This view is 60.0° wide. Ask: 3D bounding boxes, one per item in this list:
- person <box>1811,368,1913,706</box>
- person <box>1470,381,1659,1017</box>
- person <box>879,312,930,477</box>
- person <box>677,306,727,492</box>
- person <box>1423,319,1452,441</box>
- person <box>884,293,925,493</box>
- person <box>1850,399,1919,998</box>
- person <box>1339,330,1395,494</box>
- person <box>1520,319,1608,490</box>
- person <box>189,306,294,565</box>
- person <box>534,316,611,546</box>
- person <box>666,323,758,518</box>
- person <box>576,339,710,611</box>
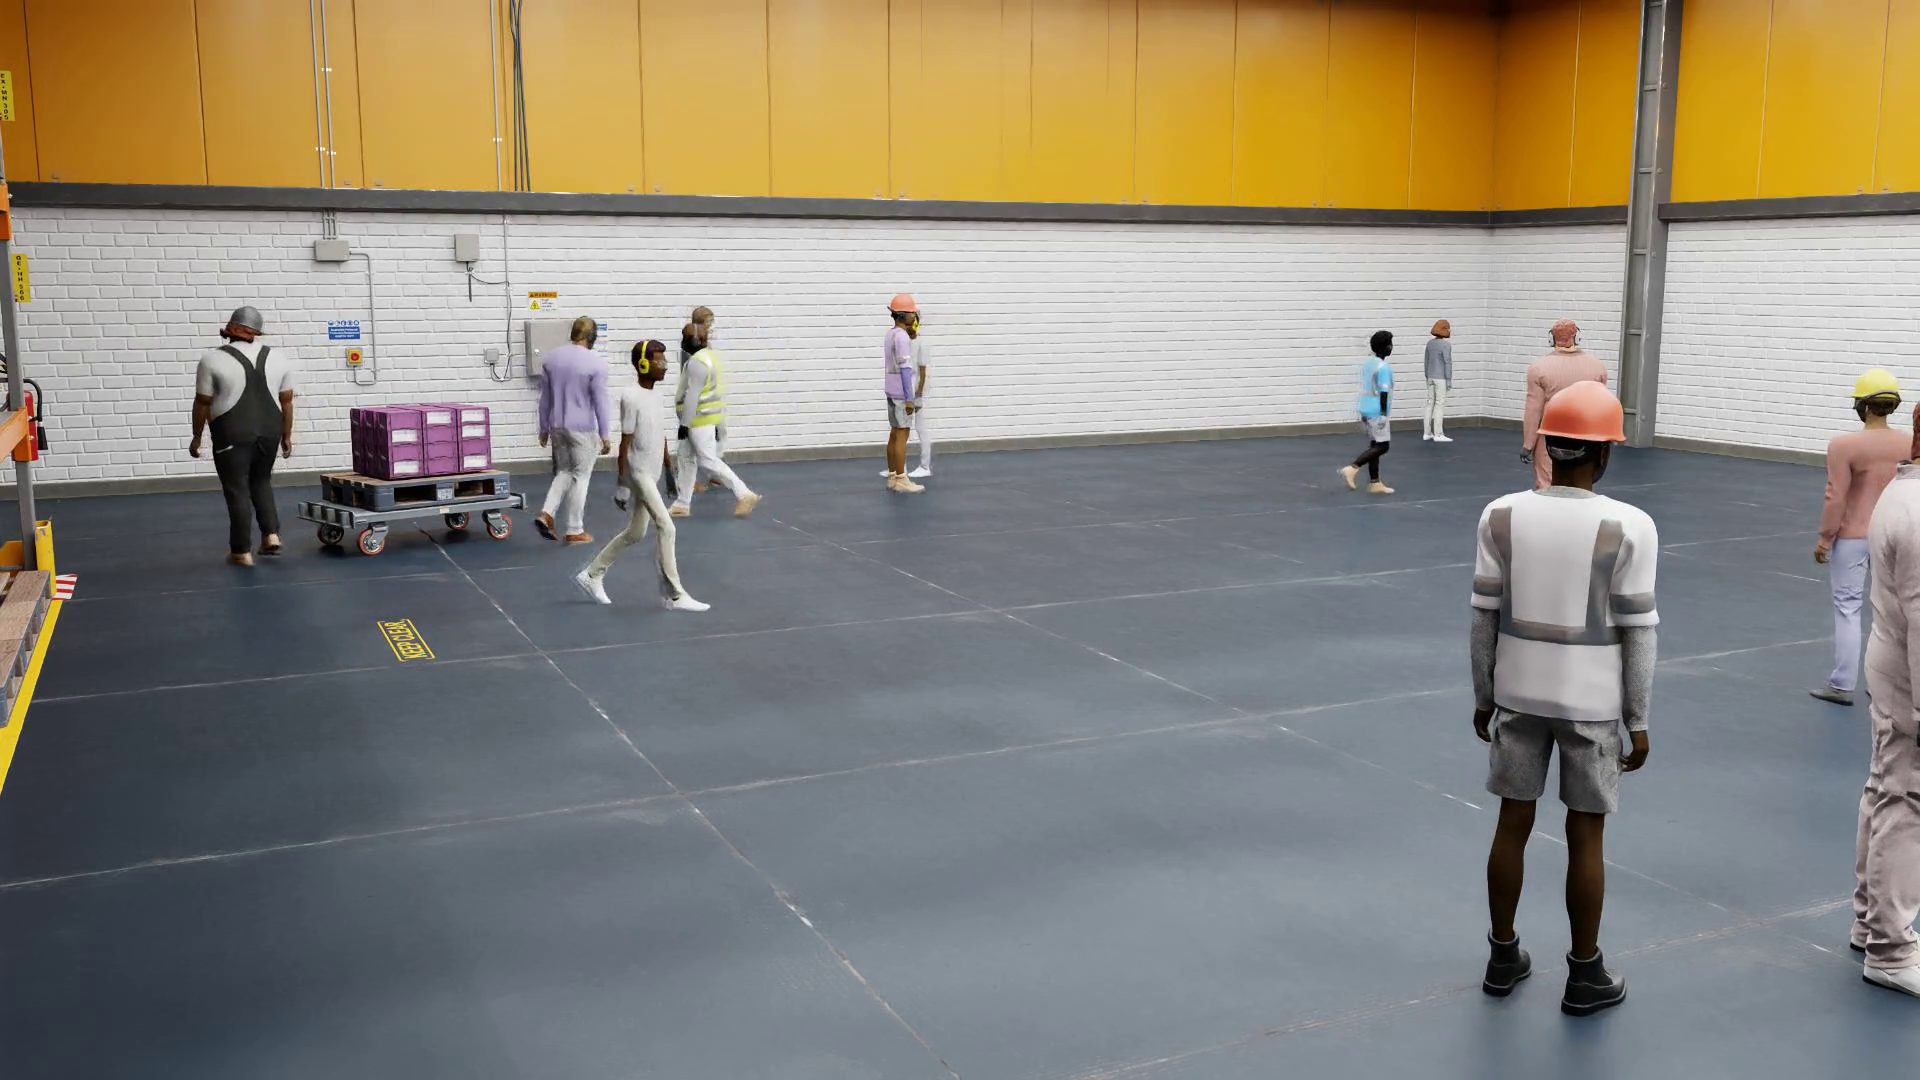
[{"bbox_3d":[4.740,-0.013,8.719,0.533,1.767,0.326,-1,9,-7],"label":"person"},{"bbox_3d":[1.858,0.480,5.129,0.552,1.934,0.373,7,12,38],"label":"person"},{"bbox_3d":[-0.609,-1.585,18.205,0.740,1.845,0.565,-7,11,-36],"label":"person"},{"bbox_3d":[-2.592,-1.435,17.073,0.753,1.910,0.636,1,9,7],"label":"person"},{"bbox_3d":[6.418,-2.136,22.295,0.268,1.632,0.509,-3,10,-20],"label":"person"},{"bbox_3d":[-0.584,-1.504,17.110,0.372,2.044,0.608,-3,10,-17],"label":"person"},{"bbox_3d":[3.071,0.474,5.262,0.410,1.909,0.643,4,10,23],"label":"person"},{"bbox_3d":[4.140,-1.278,16.804,0.546,1.686,0.540,-1,9,-6],"label":"person"},{"bbox_3d":[4.693,-0.772,13.006,0.638,1.904,0.402,-1,9,-4],"label":"person"},{"bbox_3d":[-5.574,-0.827,12.916,0.536,2.000,0.705,8,12,40],"label":"person"},{"bbox_3d":[-3.176,-0.887,13.703,0.668,1.903,0.522,5,10,28],"label":"person"},{"bbox_3d":[-2.323,-1.090,15.286,0.887,1.815,0.633,0,9,-2],"label":"person"},{"bbox_3d":[-2.169,-0.435,11.167,0.937,1.833,0.543,2,9,11],"label":"person"}]
